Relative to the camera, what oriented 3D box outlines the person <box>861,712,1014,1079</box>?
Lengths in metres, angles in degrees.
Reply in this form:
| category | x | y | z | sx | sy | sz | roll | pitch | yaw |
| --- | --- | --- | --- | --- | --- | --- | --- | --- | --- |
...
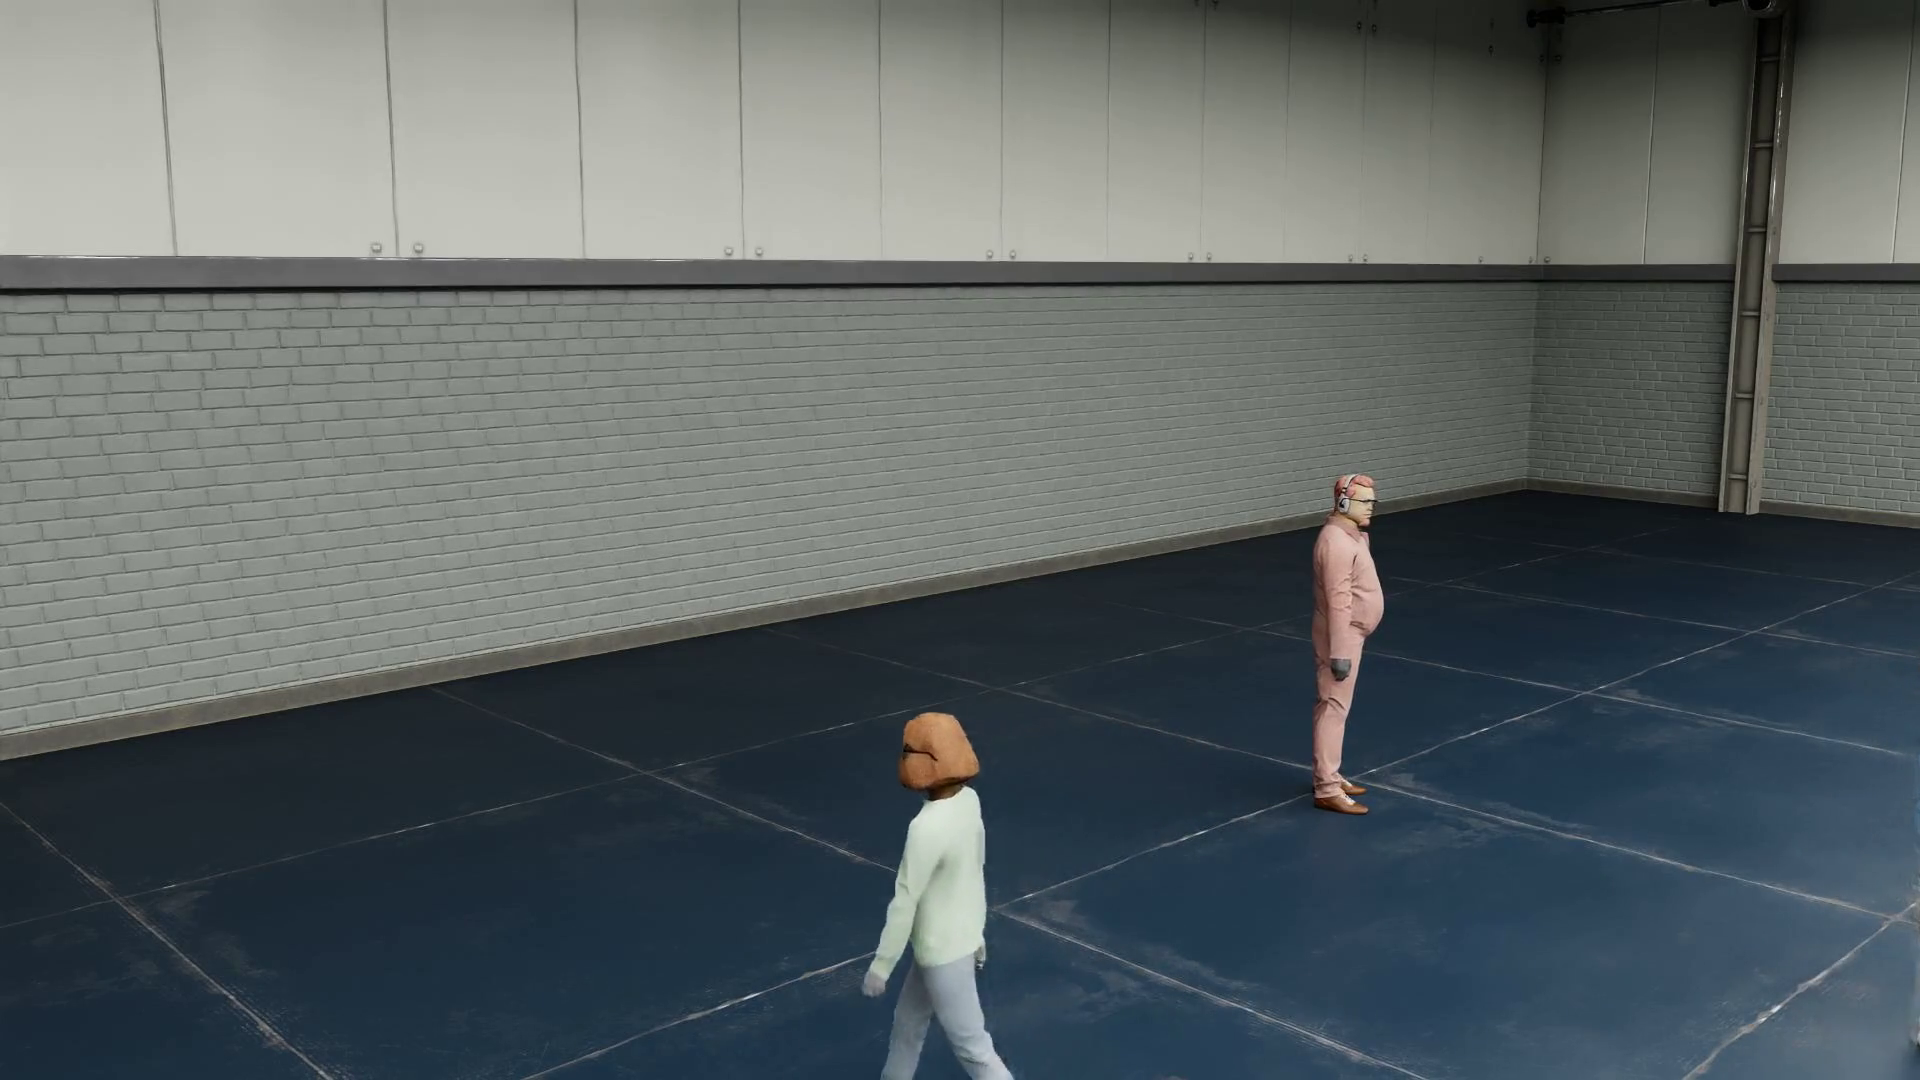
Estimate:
| category | x | y | z | sx | sy | sz | roll | pitch | yaw |
| --- | --- | --- | --- | --- | --- | --- | --- | --- | --- |
| person | -0.073 | 1.356 | 5.547 | 0.858 | 1.588 | 0.500 | 2 | 9 | 14 |

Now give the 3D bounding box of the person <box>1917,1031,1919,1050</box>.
| category | x | y | z | sx | sy | sz | roll | pitch | yaw |
| --- | --- | --- | --- | --- | --- | --- | --- | --- | --- |
| person | 3.877 | 1.271 | 6.036 | 0.547 | 1.590 | 0.849 | -3 | 9 | -15 |

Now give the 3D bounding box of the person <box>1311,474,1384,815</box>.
| category | x | y | z | sx | sy | sz | roll | pitch | yaw |
| --- | --- | --- | --- | --- | --- | --- | --- | --- | --- |
| person | 2.189 | 0.575 | 9.428 | 0.399 | 1.905 | 0.643 | 2 | 9 | 14 |
